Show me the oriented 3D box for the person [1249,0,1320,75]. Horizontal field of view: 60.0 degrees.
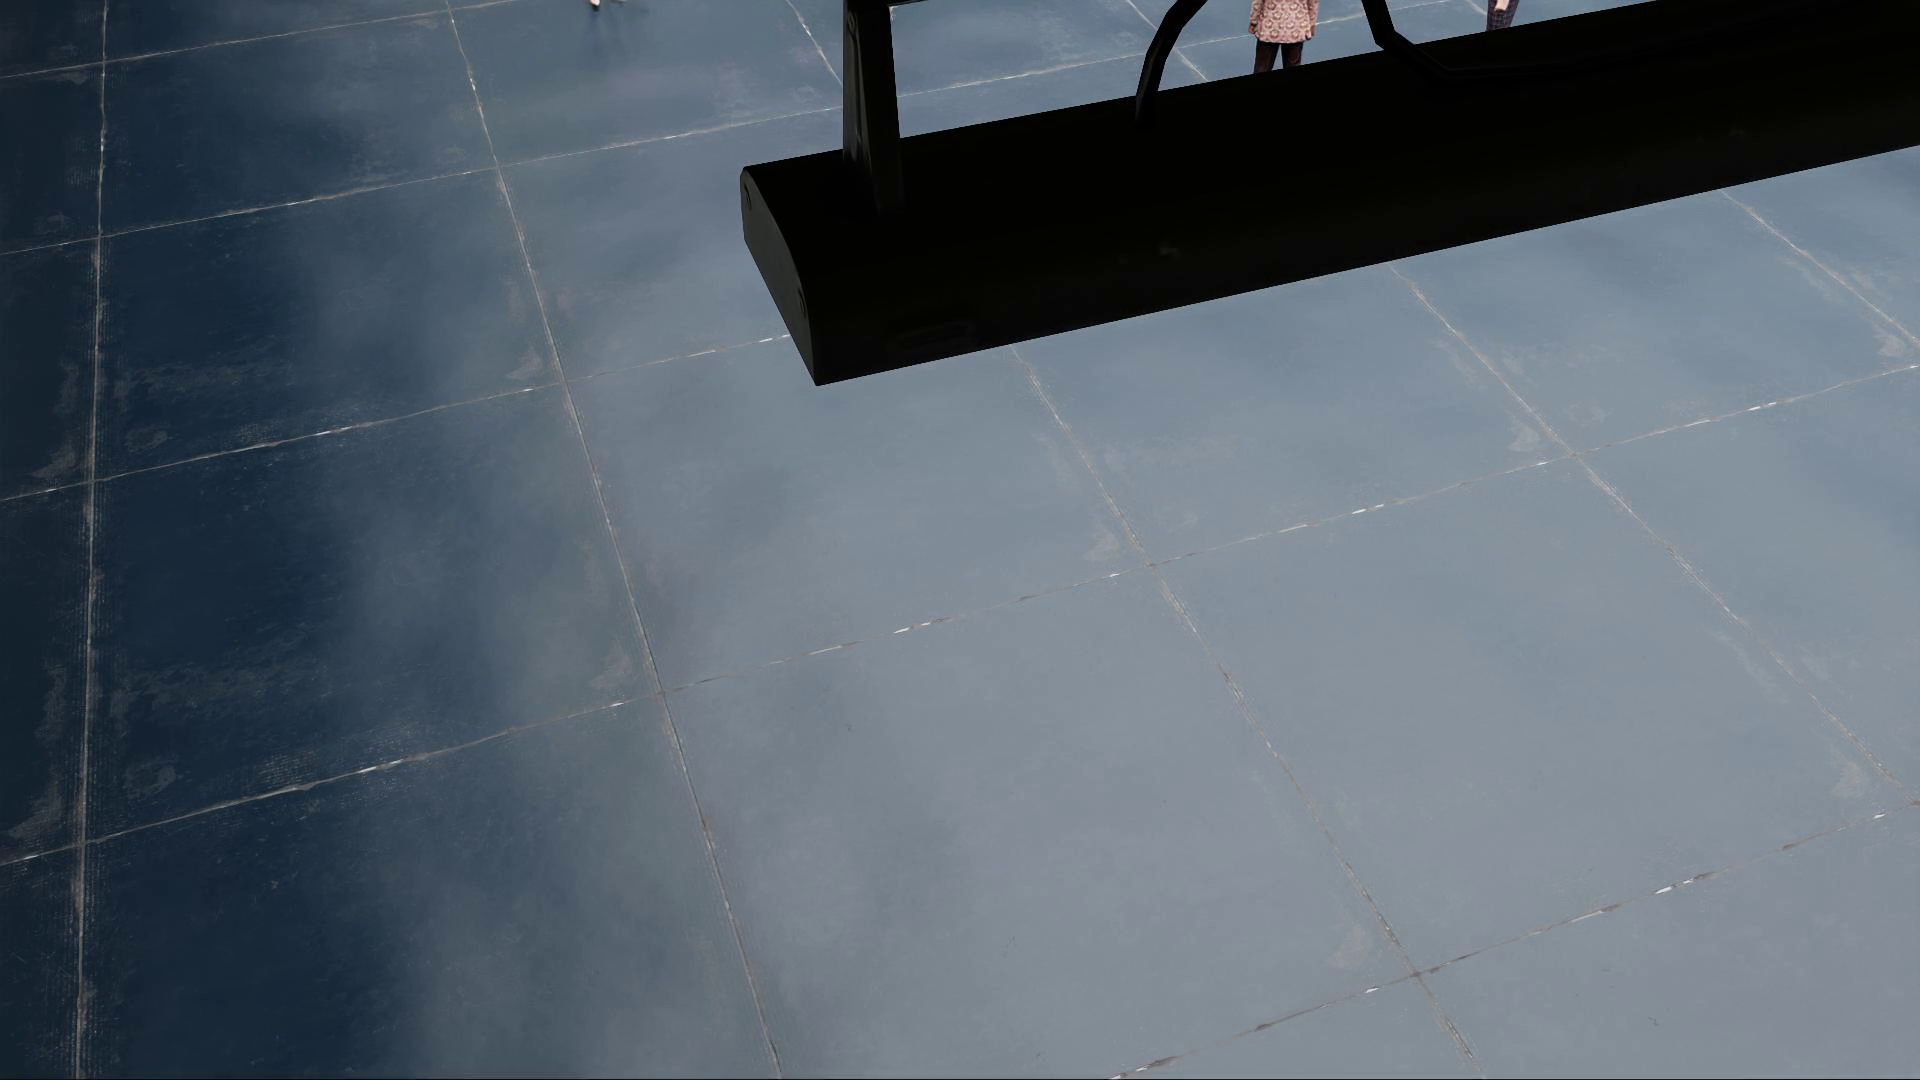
[{"bbox_3d":[2.563,-4.093,13.210,0.766,1.808,0.751,4,43,4],"label":"person"}]
